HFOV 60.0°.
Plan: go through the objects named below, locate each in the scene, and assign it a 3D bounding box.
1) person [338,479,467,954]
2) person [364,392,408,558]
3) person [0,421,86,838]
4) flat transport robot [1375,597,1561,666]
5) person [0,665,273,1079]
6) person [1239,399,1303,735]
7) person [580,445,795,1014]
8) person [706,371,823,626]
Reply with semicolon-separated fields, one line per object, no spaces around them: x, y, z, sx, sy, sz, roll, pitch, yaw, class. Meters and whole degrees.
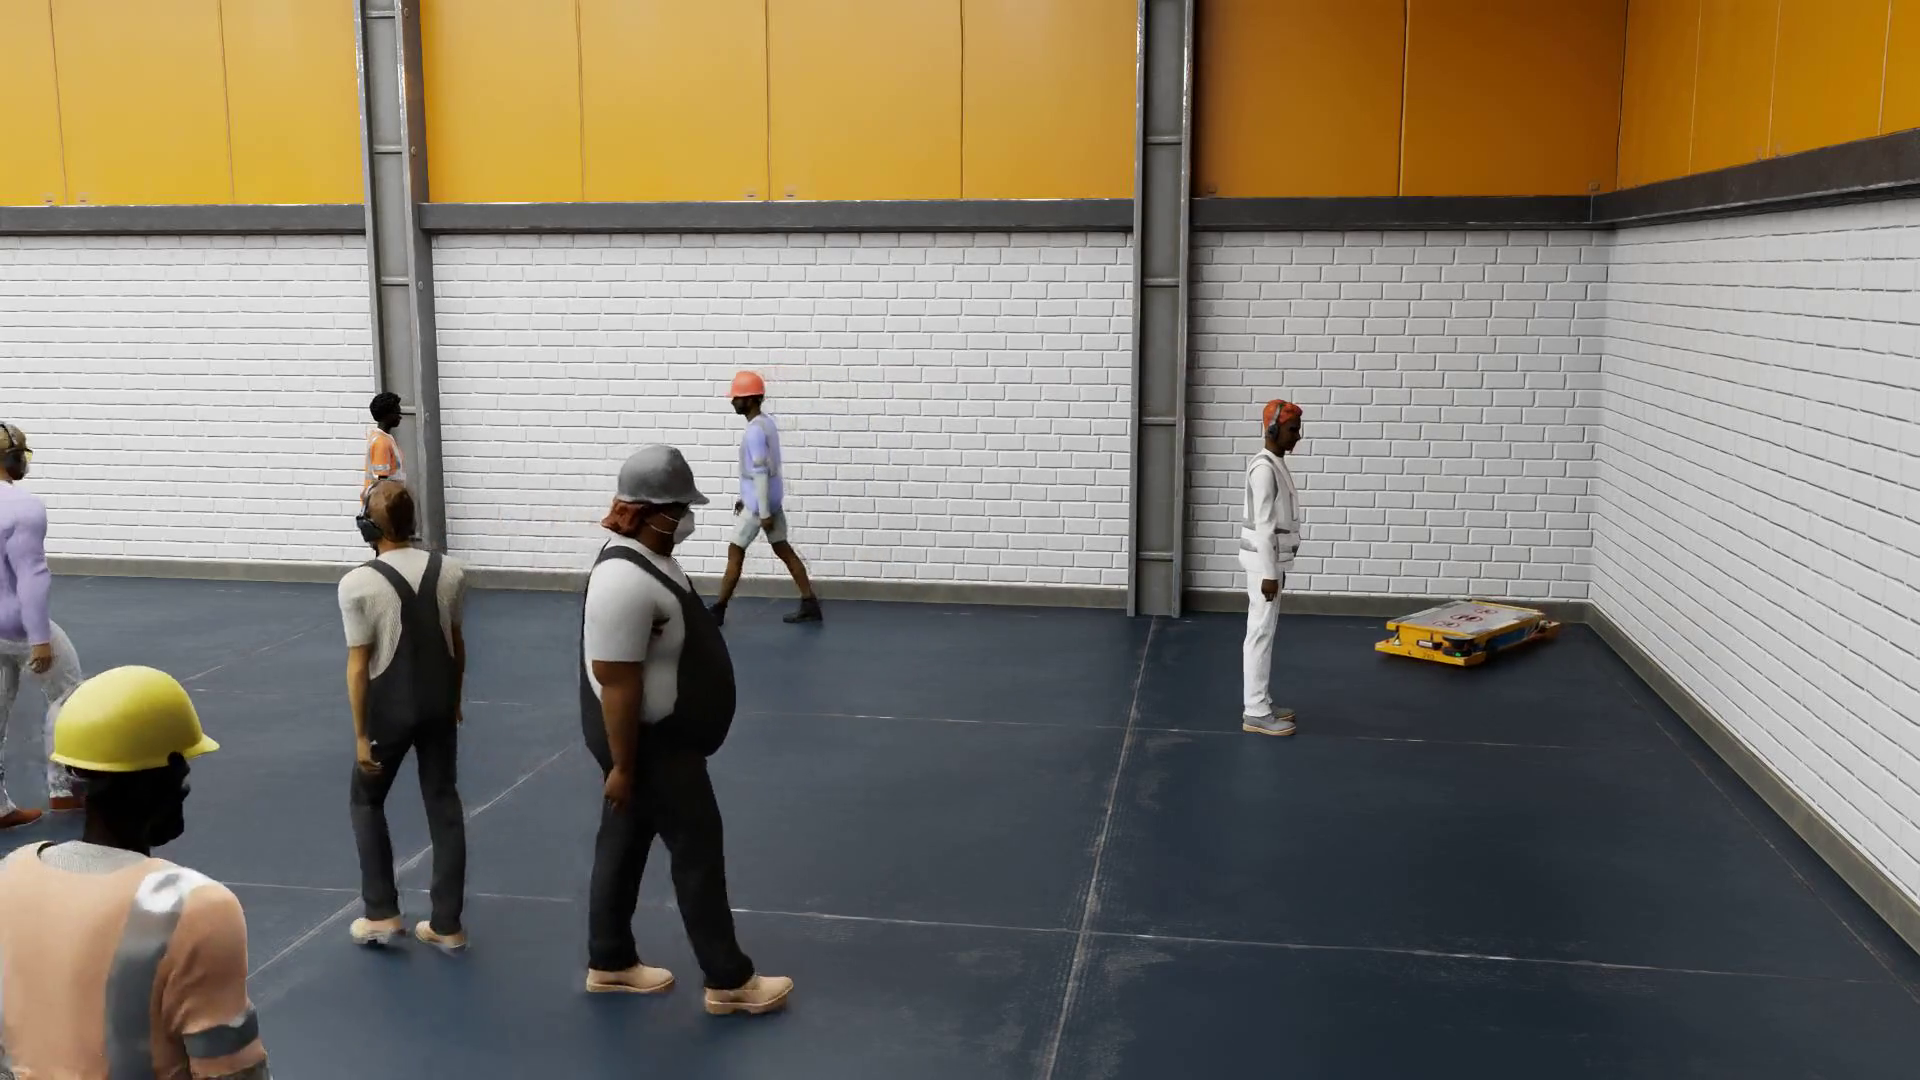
-2.125;0.674;6.371;0.537;1.826;0.607;-9;13;-43;person
-4.351;-0.275;12.625;0.317;1.693;0.535;-2;10;-15;person
-4.345;0.399;7.756;0.667;1.913;0.734;4;10;23;person
3.525;0.618;11.481;0.652;0.197;1.431;9;13;43;flat transport robot
-1.577;1.178;3.072;0.599;1.891;0.935;4;10;23;person
1.762;0.145;9.426;0.353;1.886;0.573;2;9;13;person
-0.957;0.647;5.861;0.866;2.000;0.687;-1;9;-9;person
-1.482;-0.293;12.163;1.013;1.885;0.562;1;9;5;person
